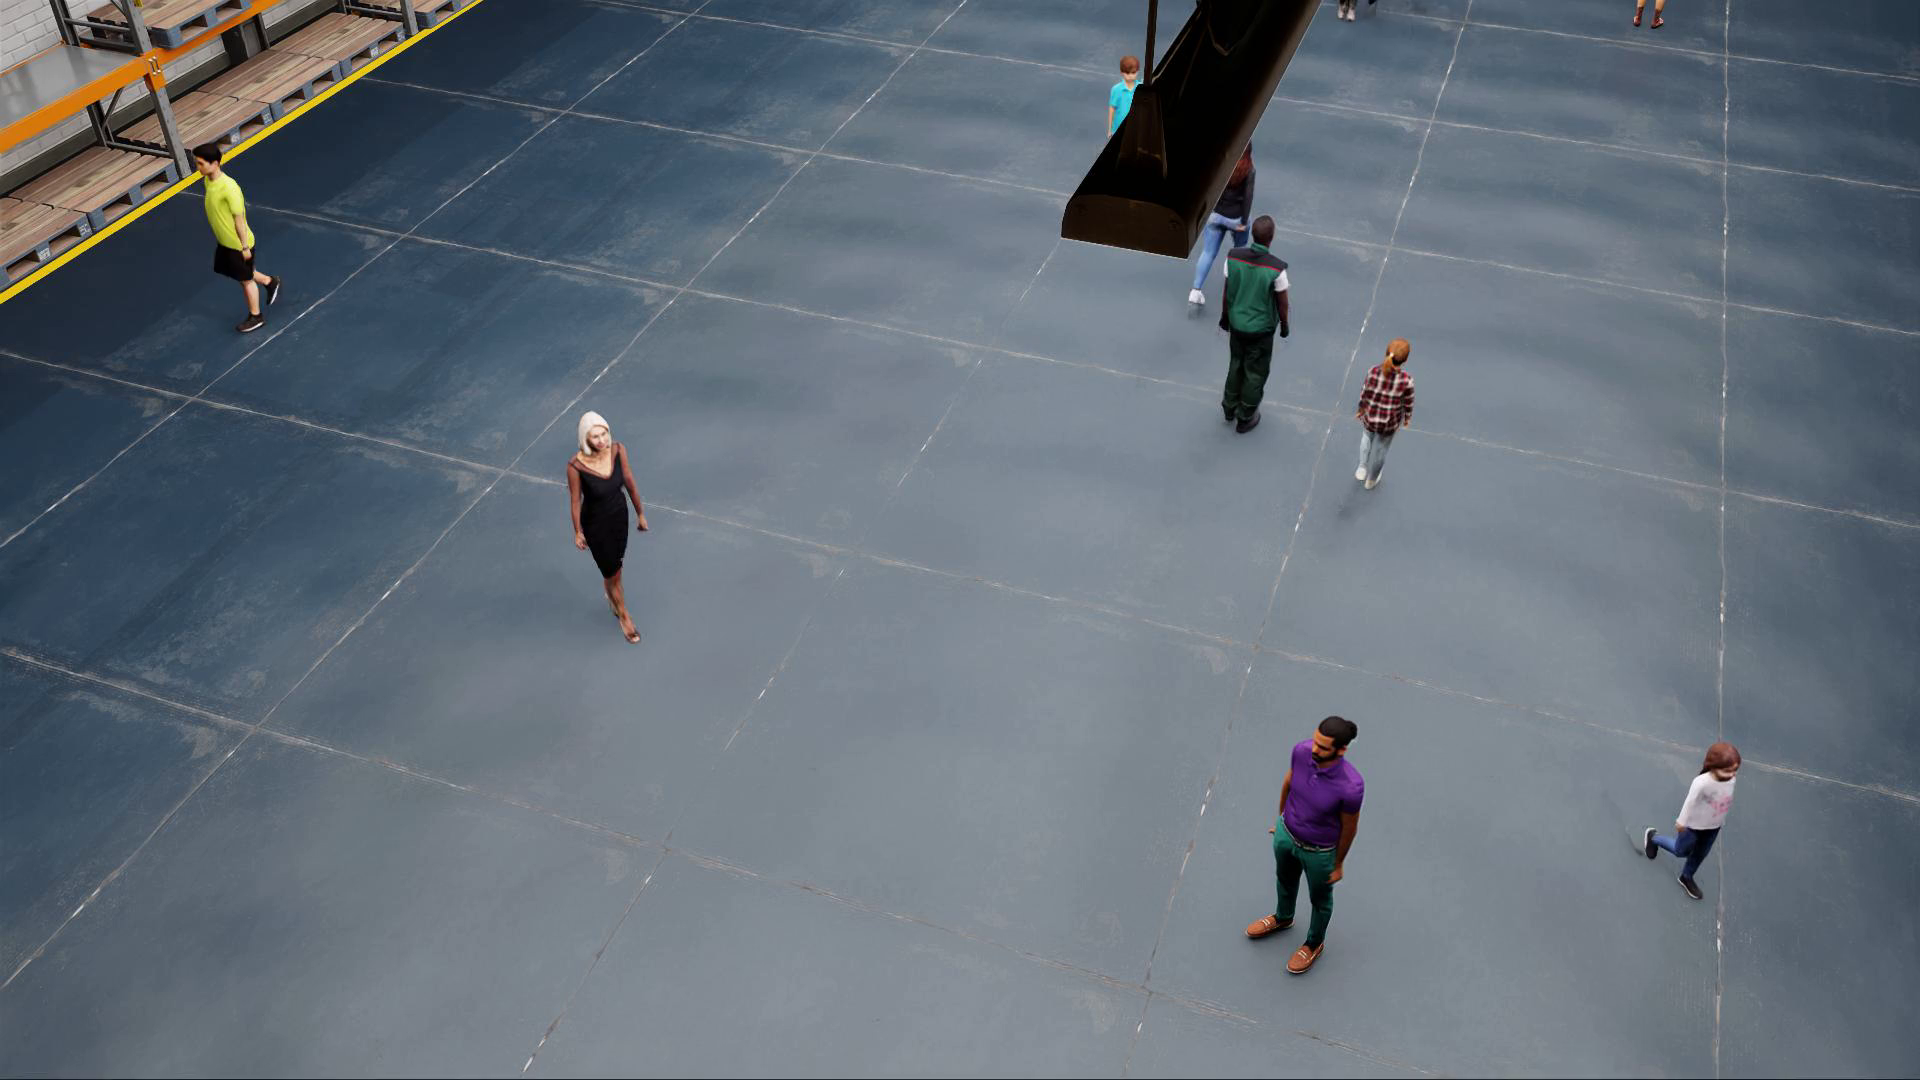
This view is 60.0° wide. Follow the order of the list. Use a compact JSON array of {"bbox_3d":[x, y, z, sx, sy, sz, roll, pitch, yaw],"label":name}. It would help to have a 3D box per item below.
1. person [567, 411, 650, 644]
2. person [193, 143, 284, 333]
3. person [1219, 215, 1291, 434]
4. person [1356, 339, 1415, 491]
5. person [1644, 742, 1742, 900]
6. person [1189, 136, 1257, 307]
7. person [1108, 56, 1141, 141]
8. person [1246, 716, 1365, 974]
[{"bbox_3d":[-2.417,-0.162,11.152,0.837,1.731,0.867,-30,47,-32],"label":"person"},{"bbox_3d":[-6.171,-2.627,14.269,0.771,1.694,0.908,27,46,29],"label":"person"},{"bbox_3d":[2.278,-1.652,12.937,0.786,1.832,0.785,26,45,29],"label":"person"},{"bbox_3d":[3.143,-0.907,12.431,0.564,1.299,0.545,17,42,20],"label":"person"},{"bbox_3d":[4.214,1.550,9.513,0.649,1.102,0.731,-13,40,-15],"label":"person"},{"bbox_3d":[2.295,-2.787,14.546,0.764,1.598,1.132,20,43,23],"label":"person"},{"bbox_3d":[1.613,-4.040,16.246,0.757,1.434,0.918,-5,39,-6],"label":"person"},{"bbox_3d":[1.891,1.598,8.919,0.740,1.768,0.724,-27,46,-29],"label":"person"}]
